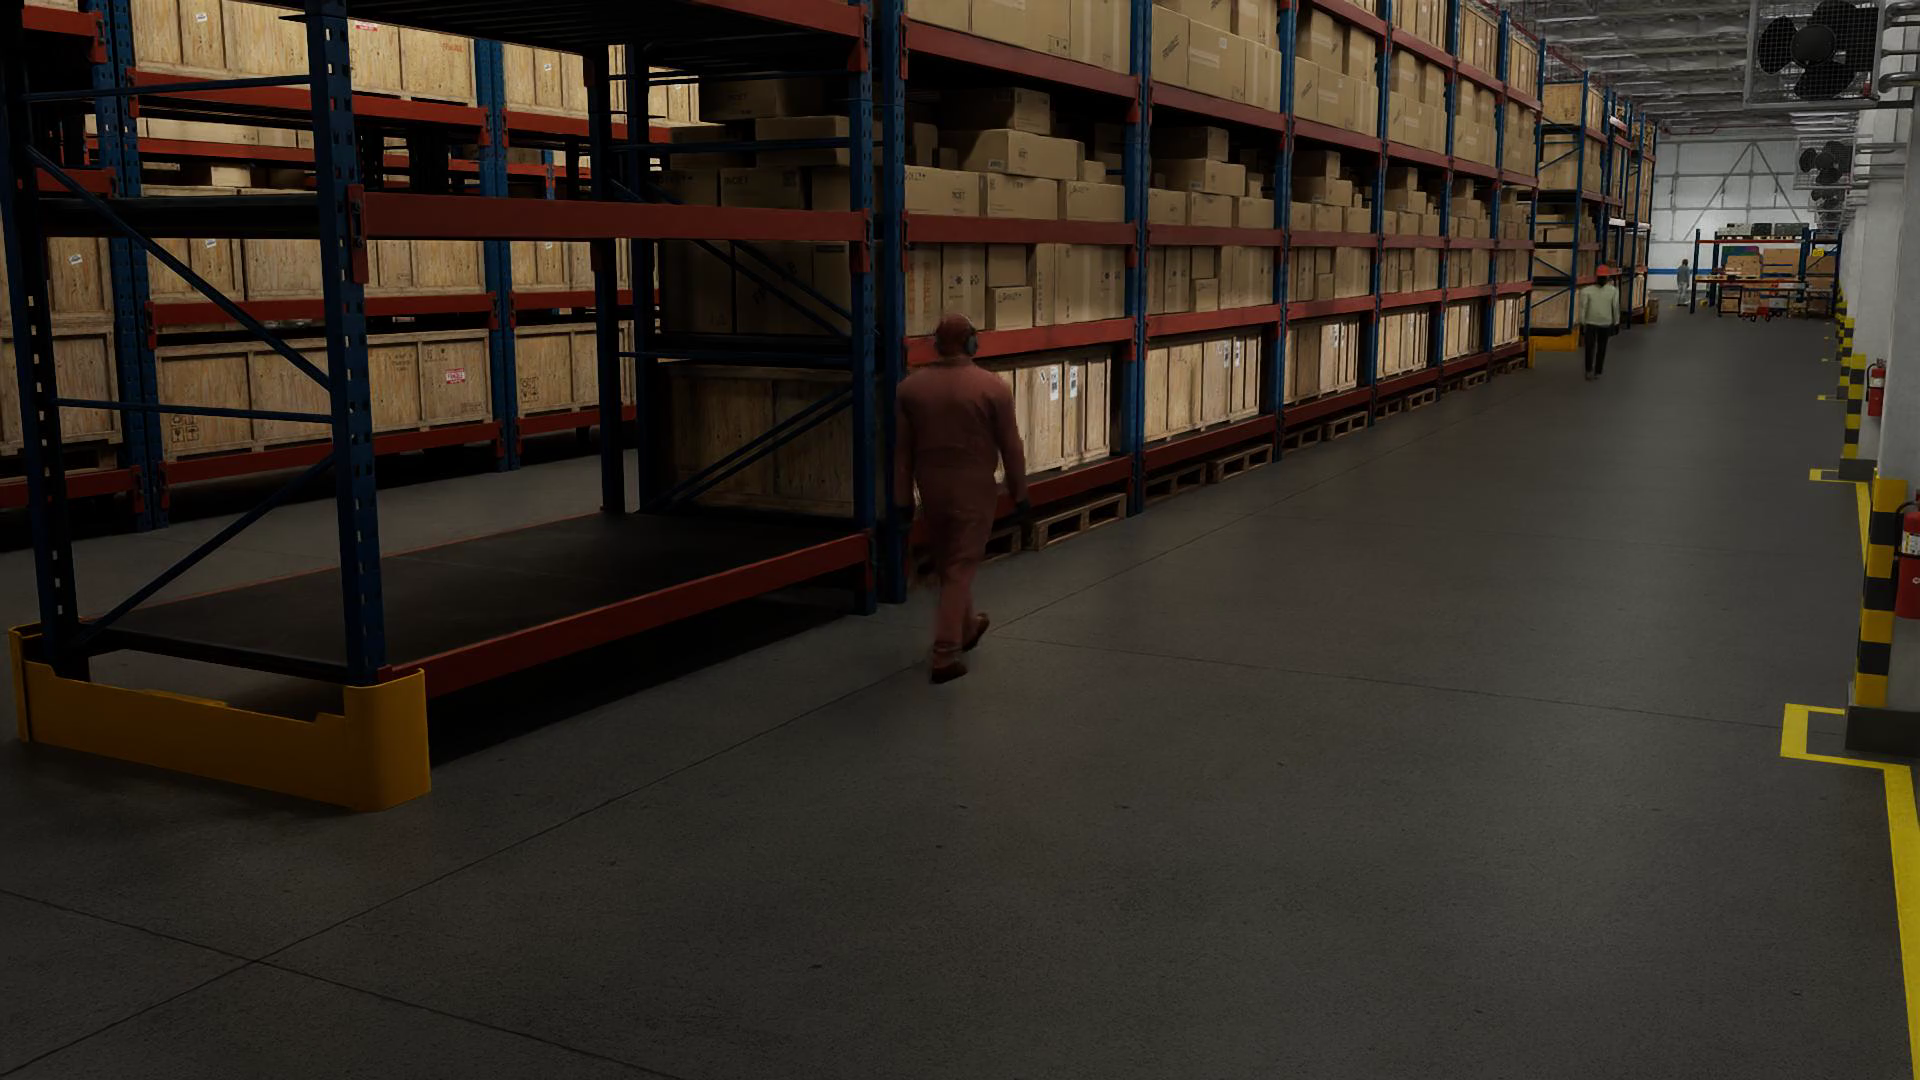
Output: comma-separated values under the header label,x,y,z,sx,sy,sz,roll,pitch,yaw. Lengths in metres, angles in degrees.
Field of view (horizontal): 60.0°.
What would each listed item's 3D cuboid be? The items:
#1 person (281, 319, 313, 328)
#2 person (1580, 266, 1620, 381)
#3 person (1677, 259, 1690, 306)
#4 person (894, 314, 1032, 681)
label,x,y,z,sx,sy,sz,roll,pitch,yaw
person,-7.910,-2.132,20.011,0.513,1.729,0.372,5,11,26
person,10.905,-3.682,28.350,0.637,1.939,1.011,3,10,18
person,29.449,-10.472,67.739,0.375,1.935,0.629,-4,10,-21
person,0.040,-0.244,8.722,0.648,1.859,0.986,5,11,28
